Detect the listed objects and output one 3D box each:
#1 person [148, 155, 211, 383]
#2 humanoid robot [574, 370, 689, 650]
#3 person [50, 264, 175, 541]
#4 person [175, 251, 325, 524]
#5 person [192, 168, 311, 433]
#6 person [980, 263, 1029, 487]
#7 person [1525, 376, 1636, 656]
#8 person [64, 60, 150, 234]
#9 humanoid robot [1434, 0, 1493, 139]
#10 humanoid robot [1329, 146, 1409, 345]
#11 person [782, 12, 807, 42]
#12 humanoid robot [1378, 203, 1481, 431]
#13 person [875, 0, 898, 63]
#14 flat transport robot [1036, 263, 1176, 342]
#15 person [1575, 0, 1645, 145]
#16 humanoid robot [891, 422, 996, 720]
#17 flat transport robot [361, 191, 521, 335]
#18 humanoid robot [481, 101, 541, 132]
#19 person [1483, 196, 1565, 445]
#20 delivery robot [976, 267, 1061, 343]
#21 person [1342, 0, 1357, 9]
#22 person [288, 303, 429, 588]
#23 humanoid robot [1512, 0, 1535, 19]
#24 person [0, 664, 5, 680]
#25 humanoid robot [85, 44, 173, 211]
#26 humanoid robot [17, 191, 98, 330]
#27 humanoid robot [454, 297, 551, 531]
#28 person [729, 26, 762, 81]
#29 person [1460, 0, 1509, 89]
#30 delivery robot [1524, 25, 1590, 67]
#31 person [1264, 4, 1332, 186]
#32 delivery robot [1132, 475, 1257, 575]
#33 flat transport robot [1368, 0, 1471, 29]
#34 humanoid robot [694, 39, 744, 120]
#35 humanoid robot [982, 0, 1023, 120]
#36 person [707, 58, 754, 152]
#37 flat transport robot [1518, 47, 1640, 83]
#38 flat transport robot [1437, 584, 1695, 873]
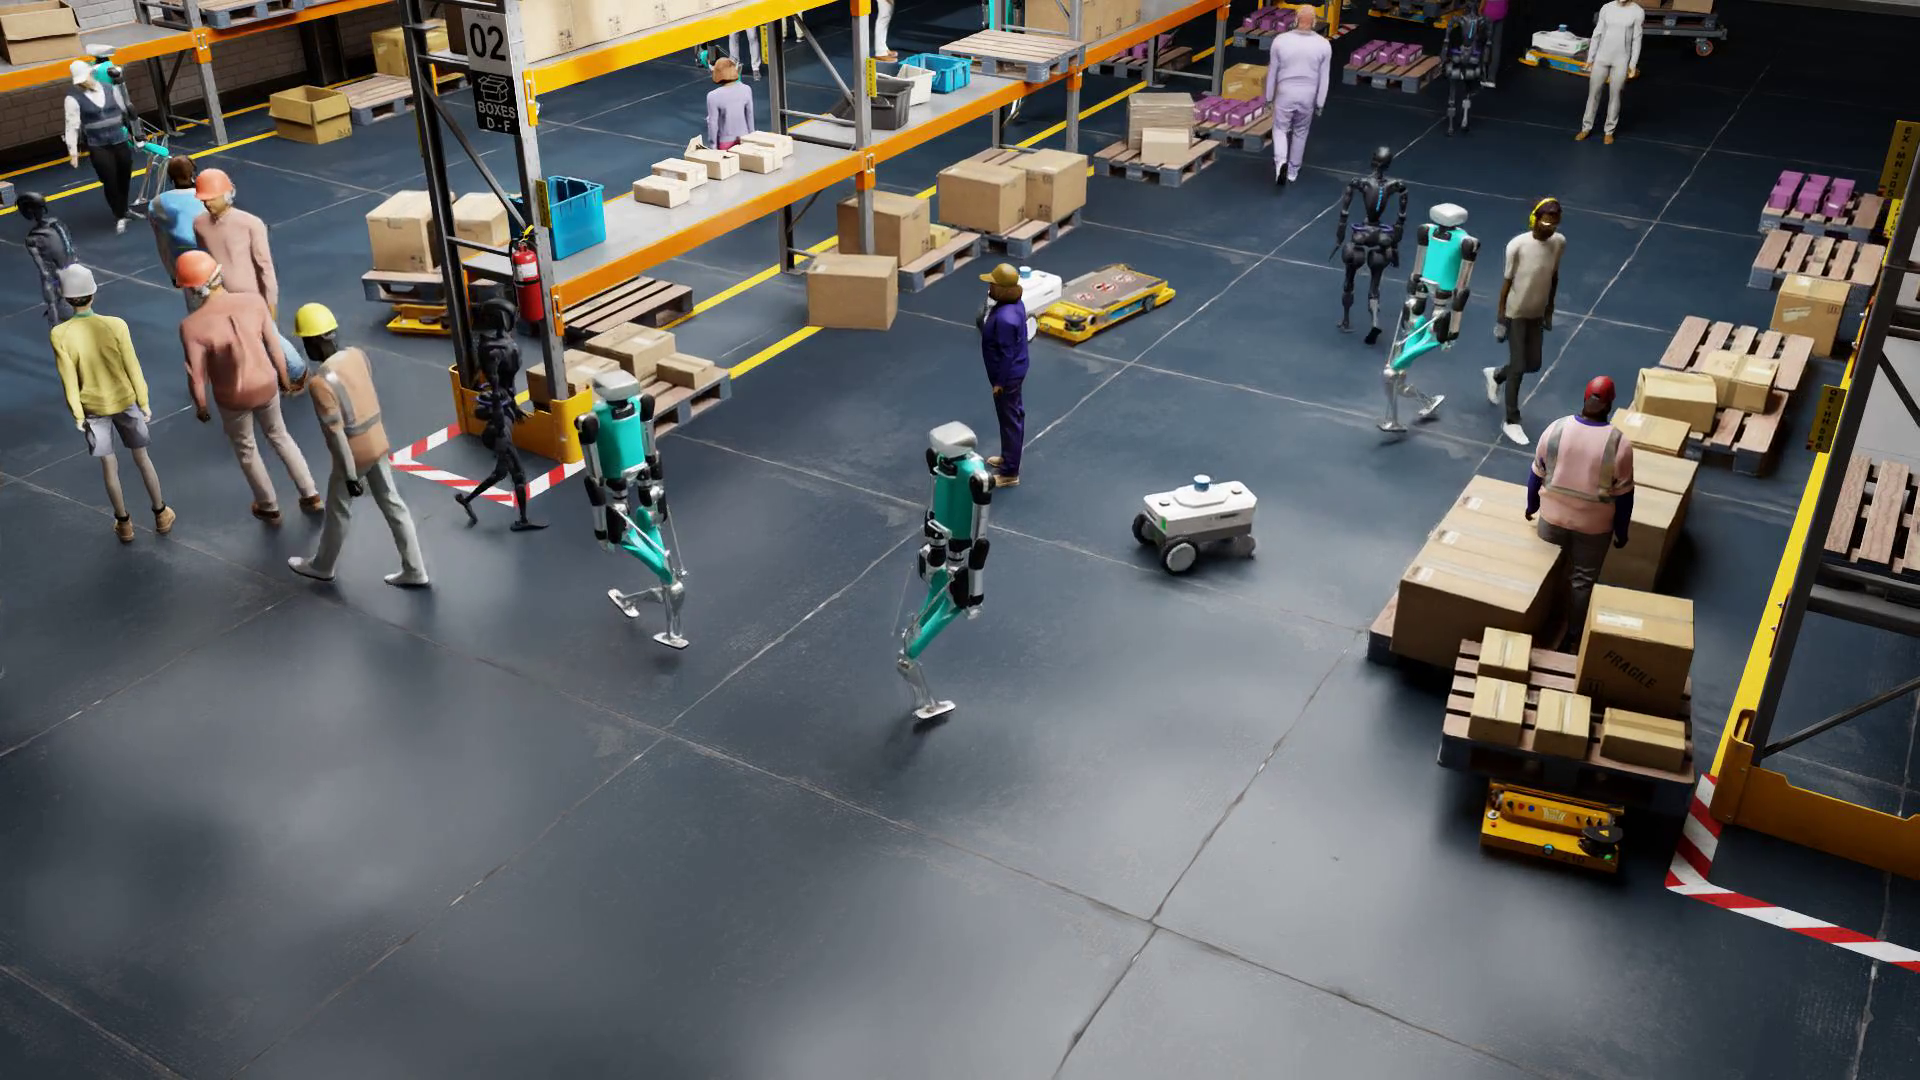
[{"bbox_3d":[-5.933,-2.125,13.109,0.622,1.839,0.429,-6,30,-10],"label":"person"},{"bbox_3d":[-1.809,-0.111,9.634,0.994,1.735,0.544,22,36,33],"label":"humanoid robot"},{"bbox_3d":[-5.546,-0.879,10.851,0.485,1.890,0.379,-15,33,-24],"label":"person"},{"bbox_3d":[-4.723,-0.978,10.948,0.458,1.957,0.674,22,36,33],"label":"person"},{"bbox_3d":[-5.377,-1.872,12.544,0.618,1.956,0.957,5,30,8],"label":"person"},{"bbox_3d":[0.304,-1.157,11.608,0.341,1.623,0.455,4,30,7],"label":"person"},{"bbox_3d":[3.592,-0.135,9.677,0.600,1.750,0.419,19,35,30],"label":"person"},{"bbox_3d":[-8.395,-3.885,16.346,0.560,1.714,0.832,20,35,31],"label":"person"},{"bbox_3d":[5.819,-5.502,19.250,0.589,1.648,0.377,3,30,5],"label":"humanoid robot"},{"bbox_3d":[3.413,-2.449,13.873,0.597,1.640,0.621,0,29,0],"label":"humanoid robot"},{"bbox_3d":[-2.414,-7.949,23.503,0.562,1.741,0.336,6,30,10],"label":"person"},{"bbox_3d":[3.343,-1.568,12.230,1.000,1.733,0.541,-19,35,-30],"label":"humanoid robot"},{"bbox_3d":[-0.978,-7.444,22.438,0.389,1.927,0.643,-1,30,-2],"label":"person"},{"bbox_3d":[1.223,-2.105,14.665,0.659,0.231,1.431,24,37,36],"label":"flat transport robot"},{"bbox_3d":[7.459,-5.493,19.008,0.563,1.897,0.358,16,33,26],"label":"person"},{"bbox_3d":[-0.198,0.303,9.006,0.728,1.873,0.546,-18,34,-29],"label":"humanoid robot"},{"bbox_3d":[-4.477,-2.171,14.782,0.659,0.231,1.431,4,30,7],"label":"flat transport robot"},{"bbox_3d":[-5.377,-5.756,19.651,0.547,1.759,0.988,19,35,30],"label":"humanoid robot"},{"bbox_3d":[4.187,-1.680,12.321,0.520,1.837,0.704,-9,31,-16],"label":"person"},{"bbox_3d":[0.546,-2.046,14.262,0.499,0.587,0.788,23,36,34],"label":"delivery robot"},{"bbox_3d":[5.920,-9.038,25.419,0.324,1.751,0.558,-24,37,-35],"label":"person"},{"bbox_3d":[-3.841,-0.561,10.294,0.966,1.873,0.593,7,30,12],"label":"person"},{"bbox_3d":[8.527,-8.642,24.811,0.601,1.648,0.373,4,30,7],"label":"humanoid robot"},{"bbox_3d":[-5.745,-0.052,9.325,0.619,1.952,0.533,-1,30,-2],"label":"person"},{"bbox_3d":[-8.263,-4.183,16.713,0.533,1.677,0.735,15,33,24],"label":"humanoid robot"},{"bbox_3d":[-6.889,-1.922,12.917,0.392,1.647,0.621,0,29,0],"label":"humanoid robot"},{"bbox_3d":[-3.119,-0.810,10.979,0.645,1.644,0.603,-3,30,-5],"label":"humanoid robot"},{"bbox_3d":[-2.835,-6.938,21.522,0.487,1.942,0.436,2,30,3],"label":"person"},{"bbox_3d":[6.765,-6.762,21.318,0.524,1.824,0.751,-7,30,-13],"label":"person"},{"bbox_3d":[8.033,-6.617,22.369,0.512,0.607,0.778,-25,38,-37],"label":"delivery robot"},{"bbox_3d":[3.548,-4.671,17.555,0.655,1.888,0.670,4,30,7],"label":"person"},{"bbox_3d":[1.551,-0.133,10.892,0.802,0.601,0.499,-9,31,-16],"label":"delivery robot"},{"bbox_3d":[6.910,-7.882,24.884,0.659,0.231,1.431,-26,39,-38],"label":"flat transport robot"},{"bbox_3d":[-2.809,-5.718,19.428,0.735,1.677,0.533,-16,33,-27],"label":"humanoid robot"},{"bbox_3d":[0.605,-5.858,19.676,0.533,1.677,0.735,17,34,27],"label":"humanoid robot"},{"bbox_3d":[-2.282,-3.987,16.617,0.500,1.628,0.284,-18,34,-28],"label":"person"},{"bbox_3d":[8.266,-6.375,22.218,0.659,0.231,1.431,-20,35,-31],"label":"flat transport robot"},{"bbox_3d":[3.177,1.194,8.829,0.659,0.231,1.431,10,31,18],"label":"flat transport robot"}]
